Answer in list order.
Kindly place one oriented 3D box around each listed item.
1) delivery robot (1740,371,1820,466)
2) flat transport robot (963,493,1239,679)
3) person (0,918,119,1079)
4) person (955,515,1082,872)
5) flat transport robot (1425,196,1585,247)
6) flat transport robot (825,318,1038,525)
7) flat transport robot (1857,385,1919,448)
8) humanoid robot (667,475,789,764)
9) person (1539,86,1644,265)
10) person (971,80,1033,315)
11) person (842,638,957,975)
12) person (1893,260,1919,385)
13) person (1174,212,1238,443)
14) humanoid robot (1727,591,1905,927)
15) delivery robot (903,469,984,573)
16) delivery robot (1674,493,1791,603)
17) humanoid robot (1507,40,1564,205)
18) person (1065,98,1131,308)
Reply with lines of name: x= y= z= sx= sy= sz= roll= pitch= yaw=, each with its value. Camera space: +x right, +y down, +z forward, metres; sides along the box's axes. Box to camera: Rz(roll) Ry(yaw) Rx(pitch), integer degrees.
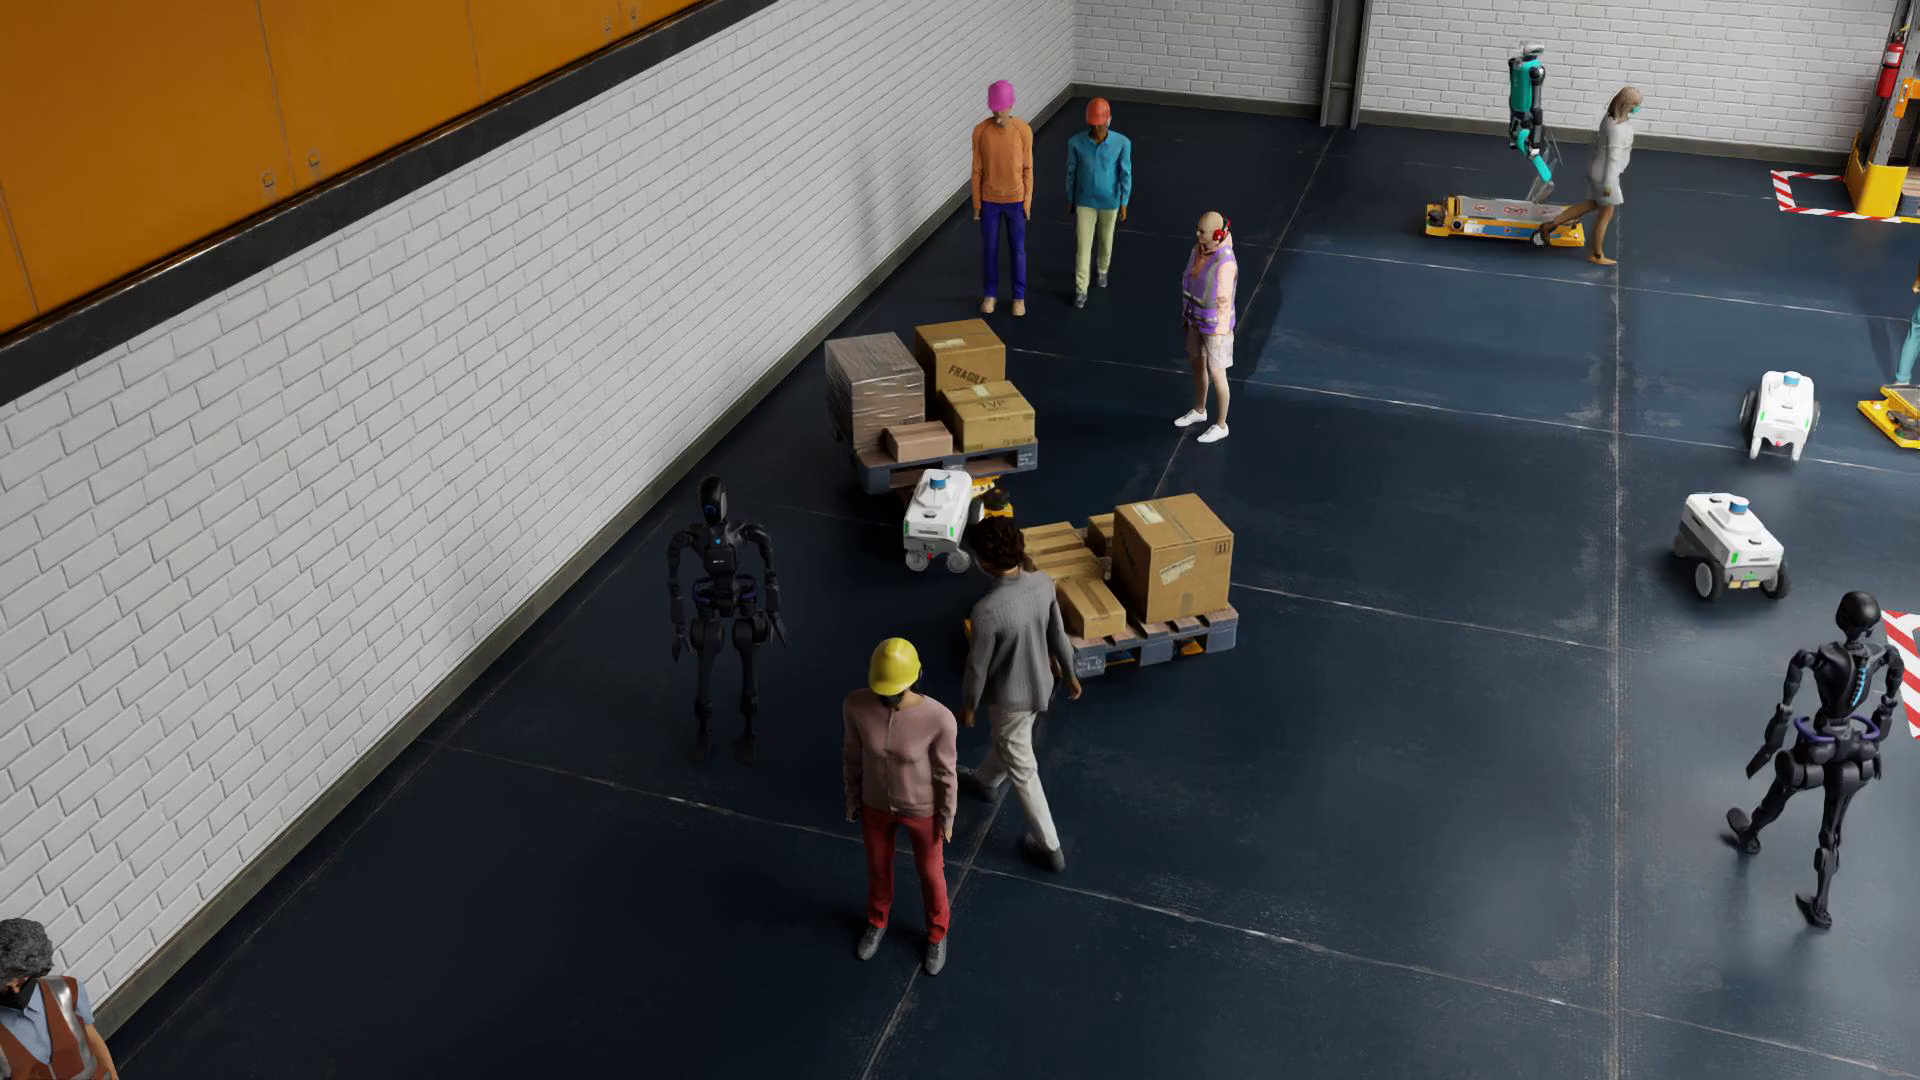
delivery robot: x=5.897 y=-0.917 z=11.922 sx=0.499 sy=0.614 sz=0.804 roll=13 pitch=33 yaw=21
flat transport robot: x=0.798 y=0.512 z=9.754 sx=1.431 sy=0.231 sz=0.659 roll=-10 pitch=32 yaw=-16
person: x=-3.146 y=2.003 z=5.812 sx=0.310 sy=1.690 sz=0.443 roll=24 pitch=38 yaw=35
person: x=0.244 y=0.671 z=7.926 sx=0.610 sy=1.842 sz=0.912 roll=-25 pitch=38 yaw=-36
flat transport robot: x=5.162 y=-3.024 z=15.769 sx=1.431 sy=0.231 sz=0.659 roll=7 pitch=31 yaw=13
flat transport robot: x=-0.182 y=-0.504 z=11.483 sx=0.659 sy=0.231 sz=1.431 roll=-9 pitch=32 yaw=-16
flat transport robot: x=7.433 y=-0.895 z=12.148 sx=1.431 sy=0.231 sz=0.659 roll=0 pitch=30 yaw=-1
humanoid robot: x=-1.190 y=0.411 z=8.541 sx=0.609 sy=1.655 sz=0.328 roll=-5 pitch=31 yaw=-9
person: x=5.634 y=-3.240 z=14.784 sx=0.652 sy=1.634 sz=0.522 roll=4 pitch=31 yaw=7
person: x=0.343 y=-2.823 z=13.755 sx=0.515 sy=1.973 sz=0.404 roll=3 pitch=31 yaw=5
person: x=-0.263 y=1.155 z=7.195 sx=0.519 sy=1.758 sz=0.346 roll=9 pitch=32 yaw=15
person: x=7.294 y=-1.873 z=12.236 sx=0.518 sy=1.866 sz=0.391 roll=26 pitch=39 yaw=37
person: x=1.760 y=-1.521 z=11.817 sx=0.353 sy=1.685 sz=0.486 roll=-15 pitch=34 yaw=-23
humanoid robot: x=3.983 y=0.937 z=7.681 sx=0.604 sy=1.623 sz=0.766 roll=-1 pitch=30 yaw=-2
delivery robot: x=-0.132 y=-0.157 z=10.627 sx=0.499 sy=0.611 sz=0.783 roll=5 pitch=31 yaw=8
delivery robot: x=4.771 y=0.032 z=10.303 sx=0.499 sy=0.610 sz=0.814 roll=-2 pitch=31 yaw=-3
humanoid robot: x=5.455 y=-3.798 z=15.646 sx=0.714 sy=1.785 sz=0.540 roll=-6 pitch=31 yaw=-10
person: x=1.171 y=-2.896 z=14.137 sx=0.565 sy=1.727 sz=0.798 roll=4 pitch=31 yaw=7
